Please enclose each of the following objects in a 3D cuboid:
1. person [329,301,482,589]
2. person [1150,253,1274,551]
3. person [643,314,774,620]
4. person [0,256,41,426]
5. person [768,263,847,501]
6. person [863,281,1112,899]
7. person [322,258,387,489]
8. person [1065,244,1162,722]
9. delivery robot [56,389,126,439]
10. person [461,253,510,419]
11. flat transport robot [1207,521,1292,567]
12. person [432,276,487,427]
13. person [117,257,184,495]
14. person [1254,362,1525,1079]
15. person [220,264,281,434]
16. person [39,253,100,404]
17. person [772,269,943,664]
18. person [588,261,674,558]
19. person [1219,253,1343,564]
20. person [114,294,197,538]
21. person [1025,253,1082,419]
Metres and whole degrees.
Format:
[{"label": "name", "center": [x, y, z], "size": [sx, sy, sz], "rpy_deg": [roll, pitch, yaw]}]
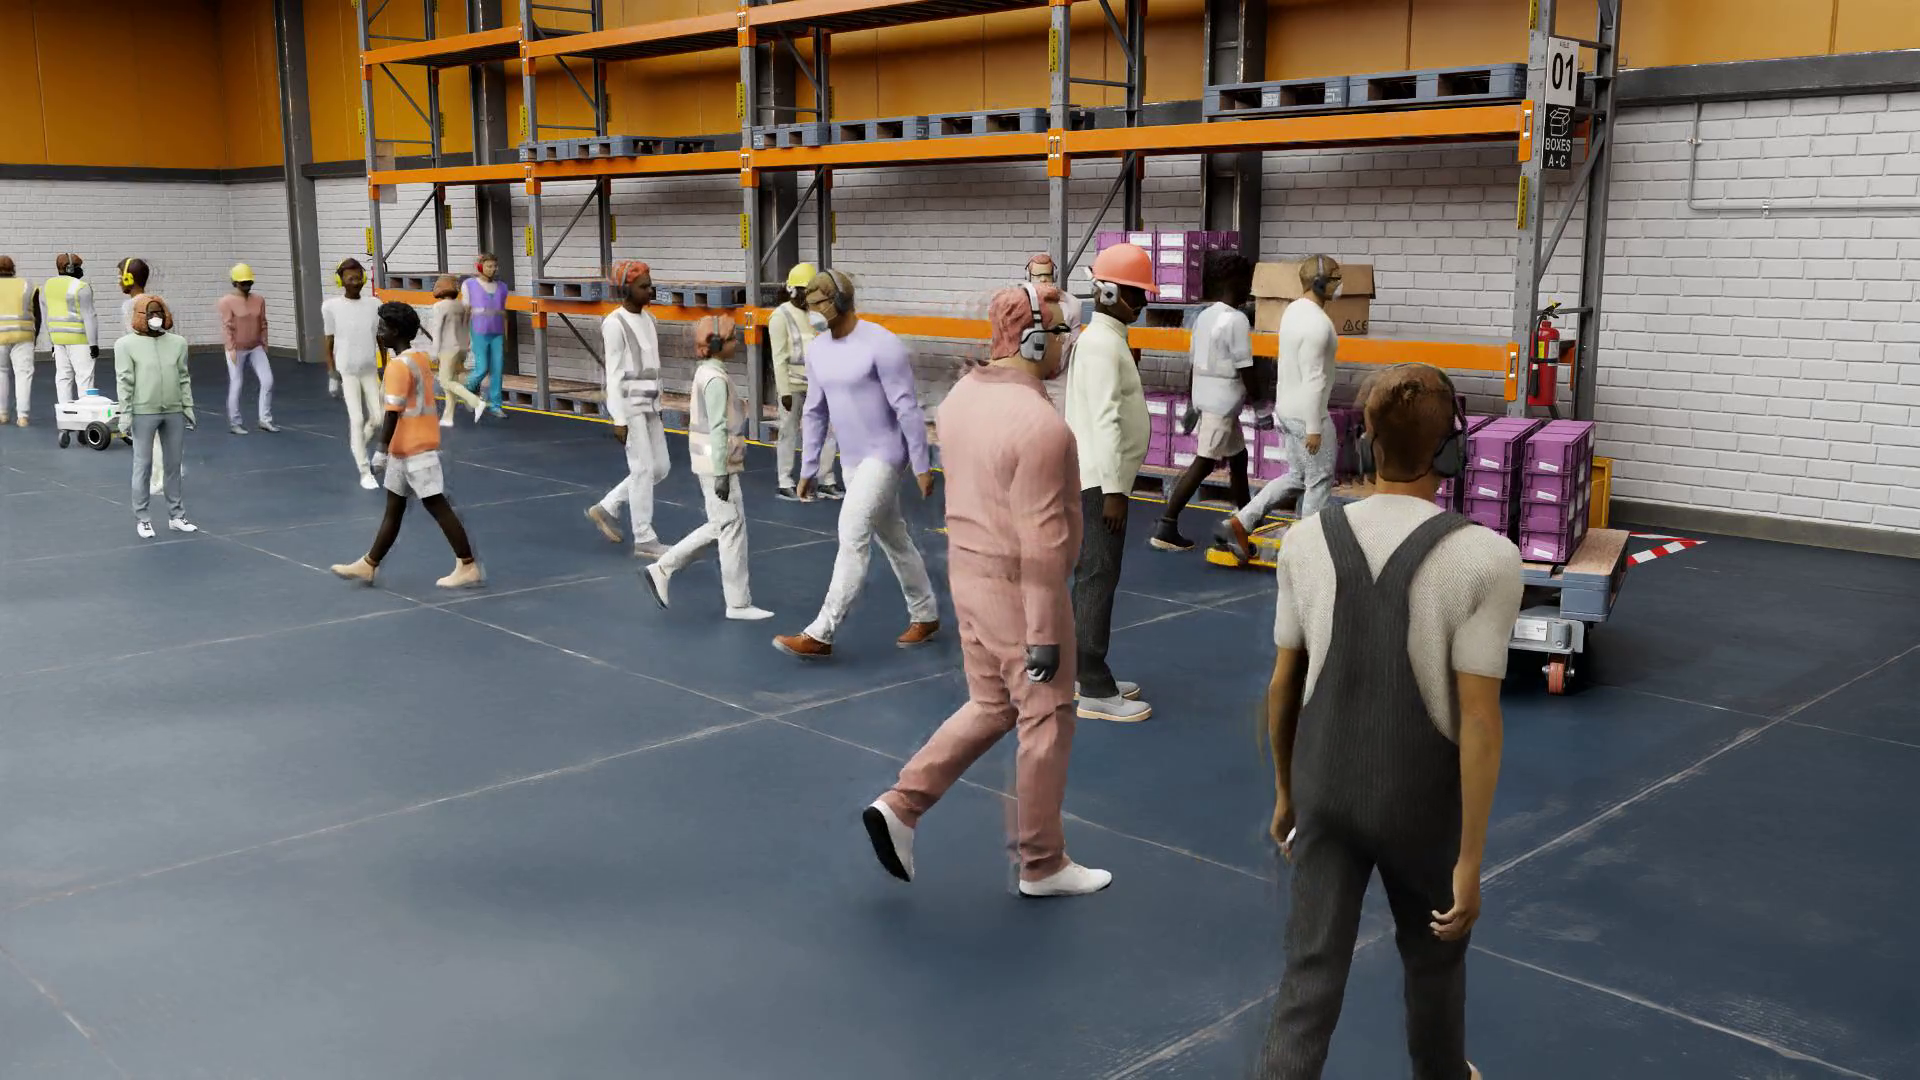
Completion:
[{"label": "person", "center": [-3.171, -0.524, 9.446], "size": [0.880, 1.644, 0.547], "rpy_deg": [-1, 10, -8]}, {"label": "person", "center": [1.661, -0.875, 10.683], "size": [0.979, 1.915, 0.588], "rpy_deg": [-2, 11, -9]}, {"label": "person", "center": [-1.325, -0.366, 8.686], "size": [0.608, 1.623, 0.520], "rpy_deg": [-2, 11, -11]}, {"label": "person", "center": [-10.205, -2.142, 17.885], "size": [0.622, 1.795, 0.915], "rpy_deg": [-6, 12, -30]}, {"label": "person", "center": [-1.131, -1.175, 12.582], "size": [0.704, 1.805, 0.619], "rpy_deg": [8, 13, 37]}, {"label": "person", "center": [0.098, 0.180, 4.966], "size": [0.678, 1.891, 0.649], "rpy_deg": [-5, 12, -27]}, {"label": "person", "center": [-4.869, -1.345, 13.407], "size": [0.496, 1.850, 0.607], "rpy_deg": [-8, 13, -36]}, {"label": "person", "center": [0.636, -0.242, 7.016], "size": [0.392, 1.985, 0.609], "rpy_deg": [0, 10, 1]}, {"label": "delivery robot", "center": [-8.276, -1.203, 15.905], "size": [0.707, 0.478, 0.477], "rpy_deg": [4, 11, 19]}, {"label": "person", "center": [-5.245, -2.255, 18.389], "size": [0.516, 1.830, 0.578], "rpy_deg": [10, 14, 42]}, {"label": "flat transport robot", "center": [2.272, 0.071, 9.988], "size": [1.431, 0.197, 0.652], "rpy_deg": [8, 13, 36]}, {"label": "person", "center": [-5.292, -1.971, 17.505], "size": [0.608, 1.606, 0.513], "rpy_deg": [2, 11, 12]}, {"label": "person", "center": [-6.314, -1.256, 12.912], "size": [0.417, 1.852, 0.493], "rpy_deg": [2, 11, 9]}, {"label": "person", "center": [0.823, 0.543, 3.314], "size": [0.523, 1.779, 1.063], "rpy_deg": [7, 12, 33]}, {"label": "person", "center": [-7.219, -1.922, 16.869], "size": [0.623, 1.731, 0.548], "rpy_deg": [7, 12, 32]}, {"label": "person", "center": [-9.190, -2.048, 17.265], "size": [0.624, 1.841, 0.430], "rpy_deg": [3, 11, 17]}, {"label": "person", "center": [-0.491, -0.349, 7.948], "size": [1.056, 1.855, 0.636], "rpy_deg": [-8, 13, -37]}, {"label": "person", "center": [-2.076, -0.815, 10.460], "size": [0.552, 1.866, 0.596], "rpy_deg": [3, 11, 15]}, {"label": "person", "center": [1.965, -0.721, 9.794], "size": [0.709, 1.923, 0.635], "rpy_deg": [-1, 10, -4]}, {"label": "person", "center": [-5.422, -0.842, 11.244], "size": [0.269, 1.632, 0.504], "rpy_deg": [8, 13, 37]}, {"label": "person", "center": [0.592, -1.152, 12.244], "size": [0.638, 1.894, 0.394], "rpy_deg": [-1, 10, -8]}]
